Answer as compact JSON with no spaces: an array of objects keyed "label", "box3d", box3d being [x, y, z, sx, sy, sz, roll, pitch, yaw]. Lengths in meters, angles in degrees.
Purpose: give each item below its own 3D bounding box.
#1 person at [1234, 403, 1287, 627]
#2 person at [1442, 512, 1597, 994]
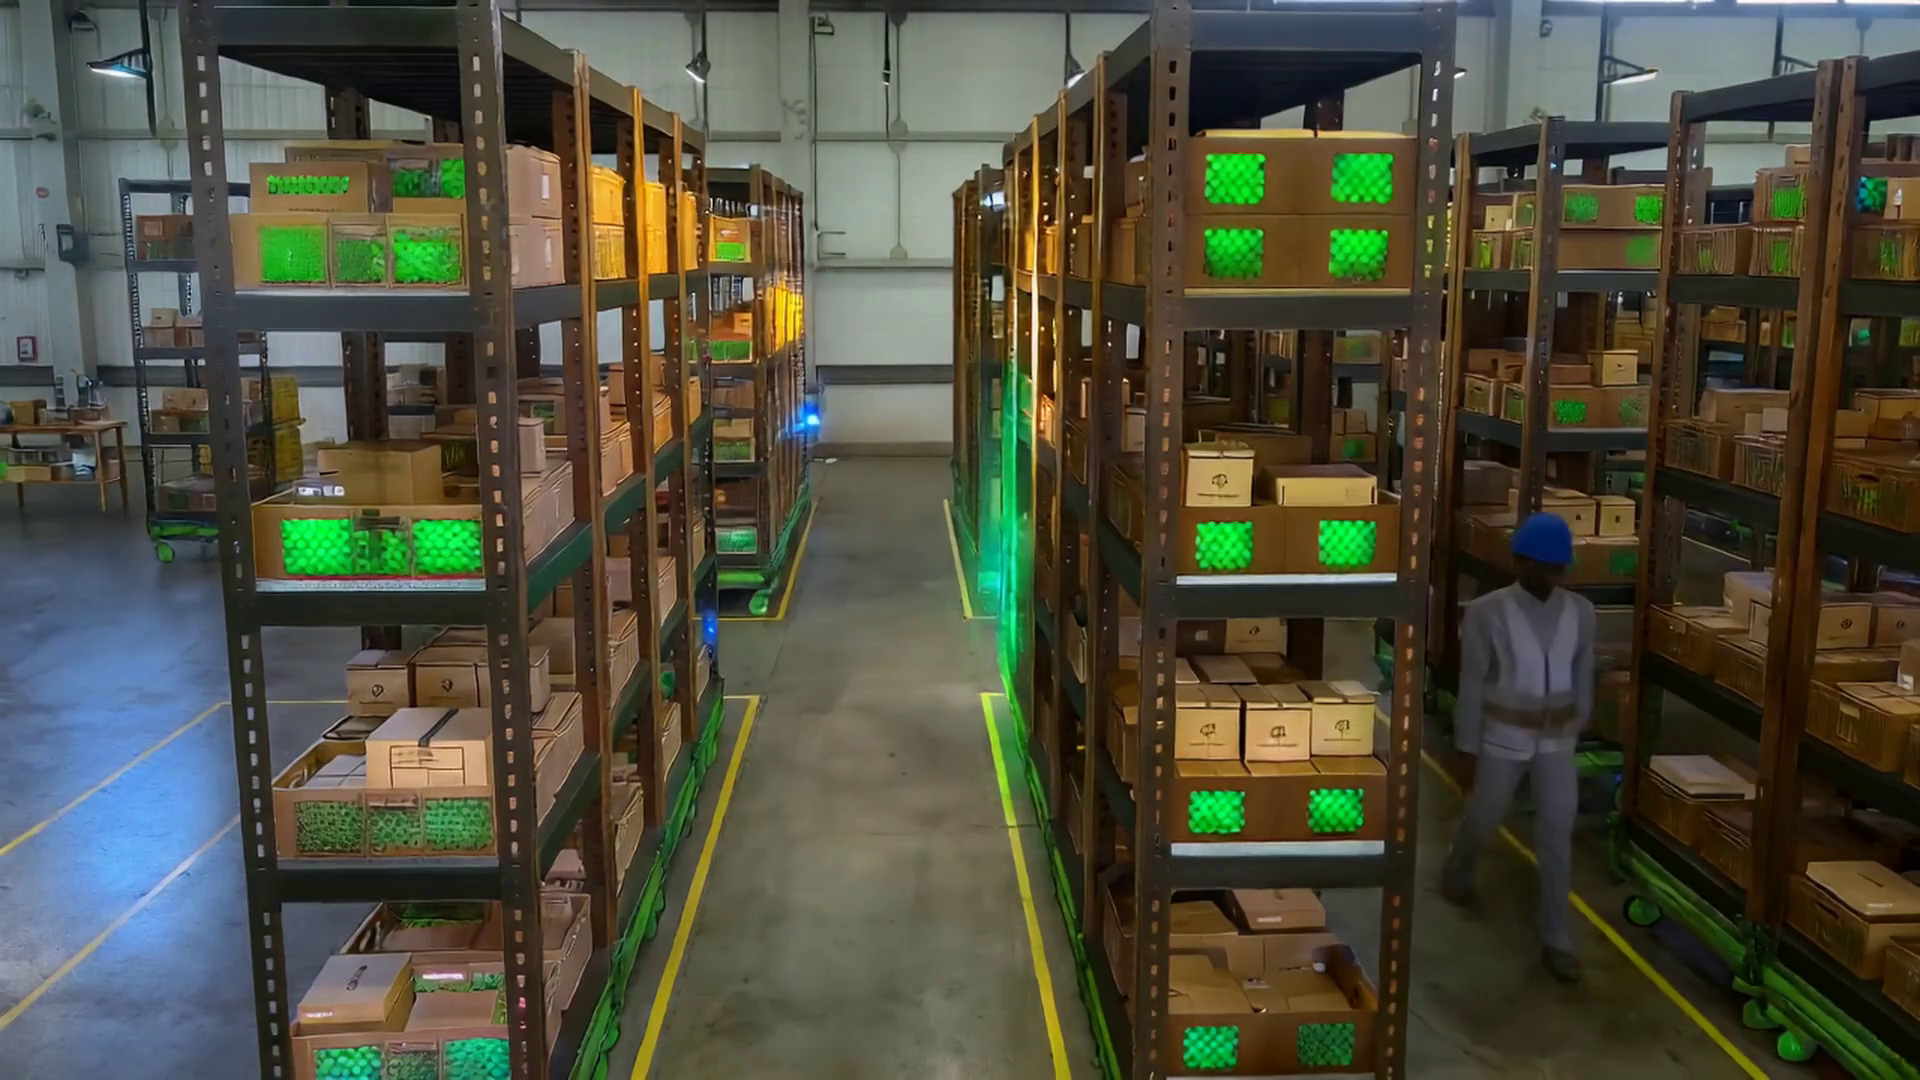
[{"label":"person","box3d":[2.231,-0.191,12.997,0.915,1.792,0.607,0,10,-3]},{"label":"person","box3d":[2.331,0.807,6.979,0.612,1.919,0.948,-1,10,-6]}]
